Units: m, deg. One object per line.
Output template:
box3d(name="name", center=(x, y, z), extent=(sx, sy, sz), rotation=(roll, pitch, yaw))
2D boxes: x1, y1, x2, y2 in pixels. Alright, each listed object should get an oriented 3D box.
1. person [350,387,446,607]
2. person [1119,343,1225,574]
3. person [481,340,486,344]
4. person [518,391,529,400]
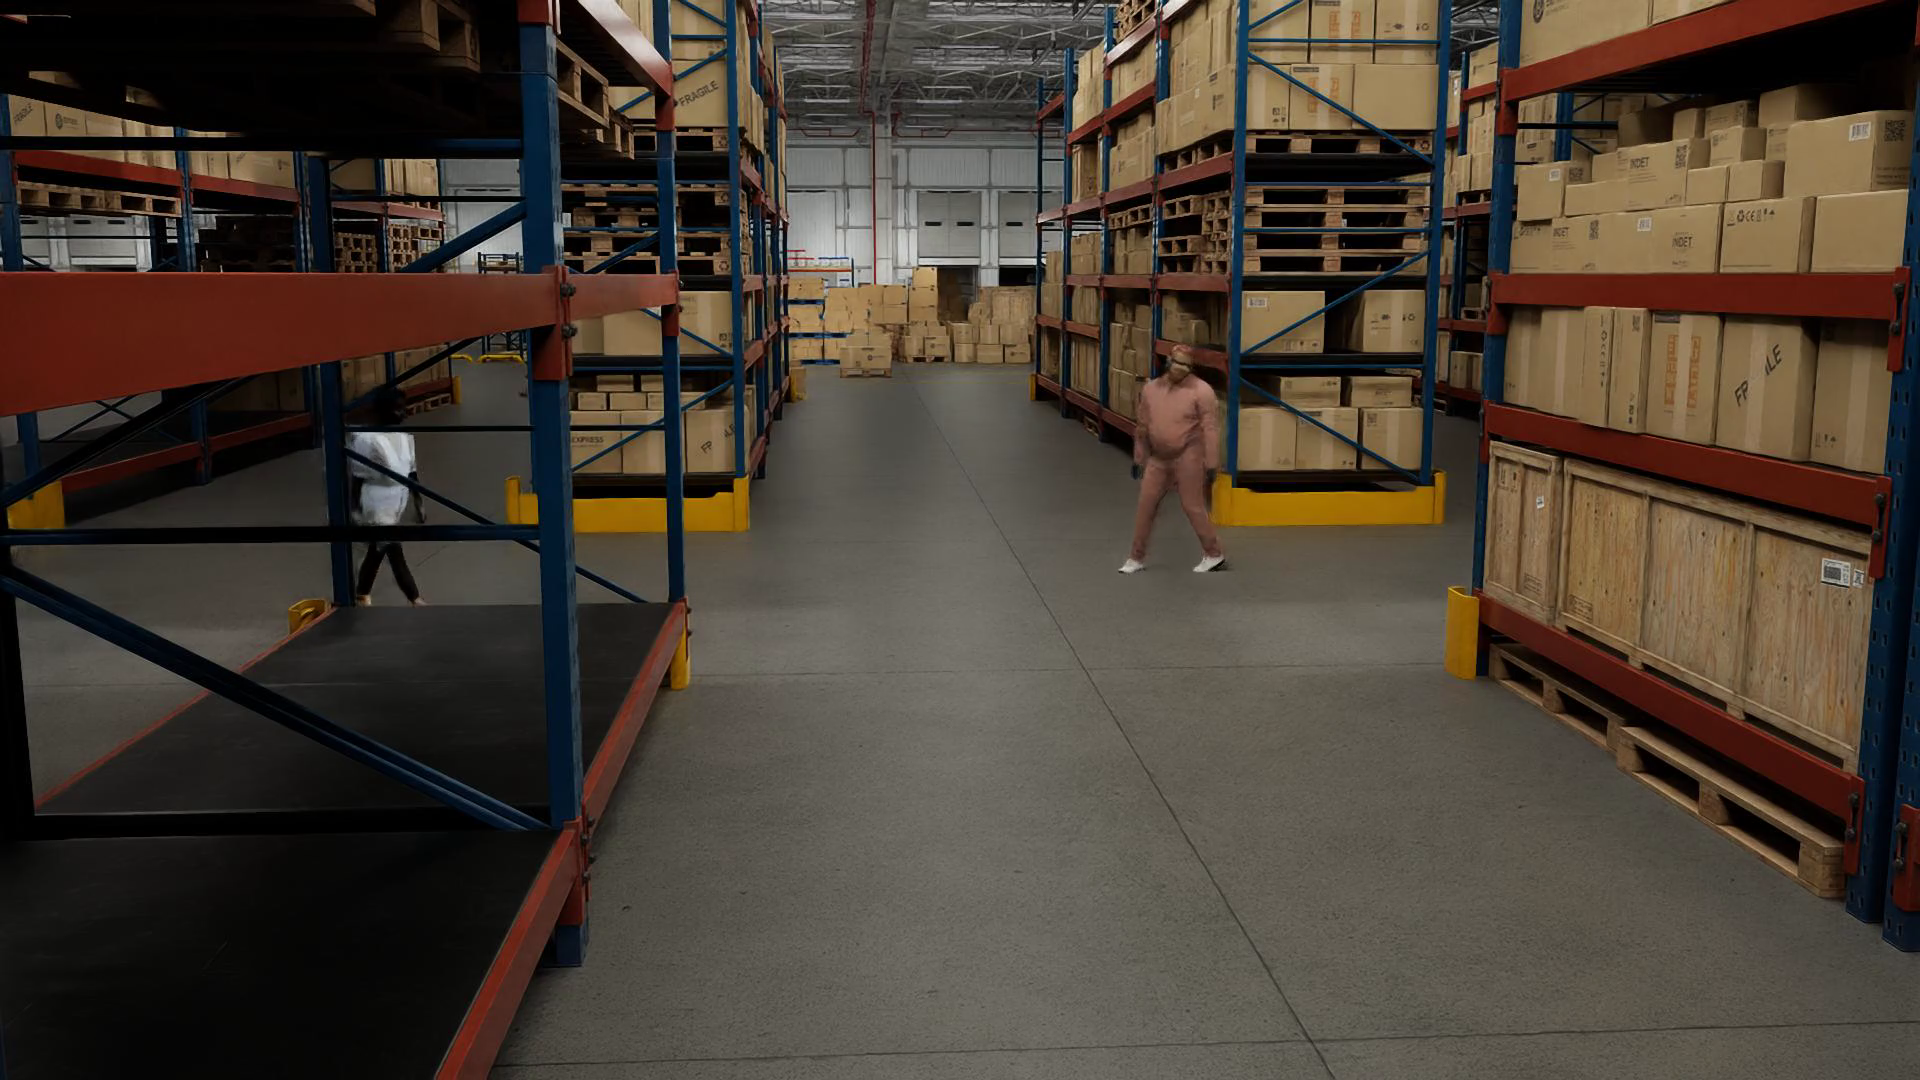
box3d(name="person", center=(-3.866, -0.226, 11.378), extent=(0.900, 1.640, 0.546), rotation=(3, 10, 18))
box3d(name="person", center=(1.721, -0.655, 13.429), extent=(0.720, 1.875, 0.677), rotation=(6, 11, 35))
box3d(name="person", center=(-16.655, -7.771, 57.952), extent=(0.636, 1.917, 0.722), rotation=(1, 9, 4))
box3d(name="person", center=(-7.964, -3.563, 31.733), extent=(0.939, 1.836, 0.590), rotation=(1, 9, 6))
